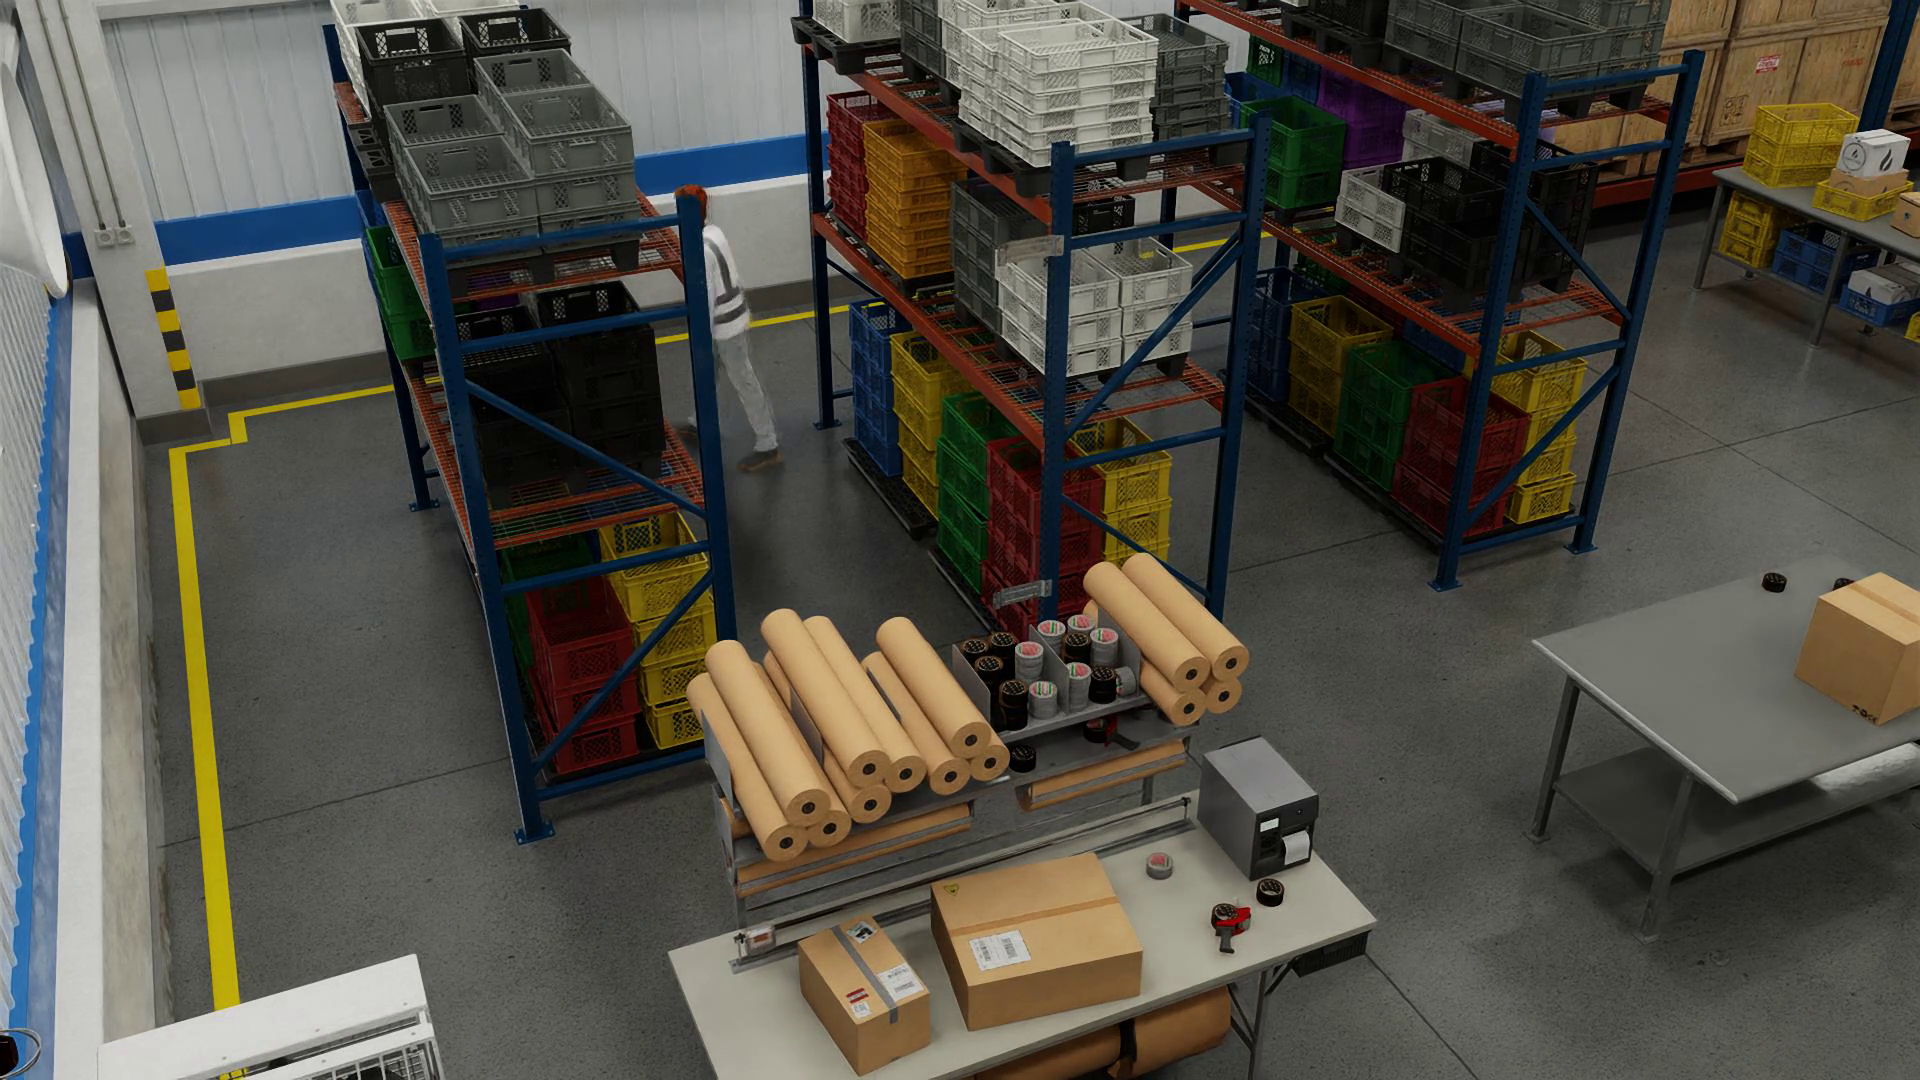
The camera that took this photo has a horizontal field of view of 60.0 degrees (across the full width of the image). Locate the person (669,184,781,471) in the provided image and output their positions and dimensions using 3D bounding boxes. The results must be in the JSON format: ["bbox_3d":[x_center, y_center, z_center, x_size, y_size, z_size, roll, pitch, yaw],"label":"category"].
[{"bbox_3d":[-1.581,-1.368,10.680,0.820,1.833,0.630,-2,32,-3],"label":"person"}]

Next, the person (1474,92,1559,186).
[{"bbox_3d":[4.267,-2.845,12.986,0.635,1.939,0.362,12,34,19],"label":"person"}]
